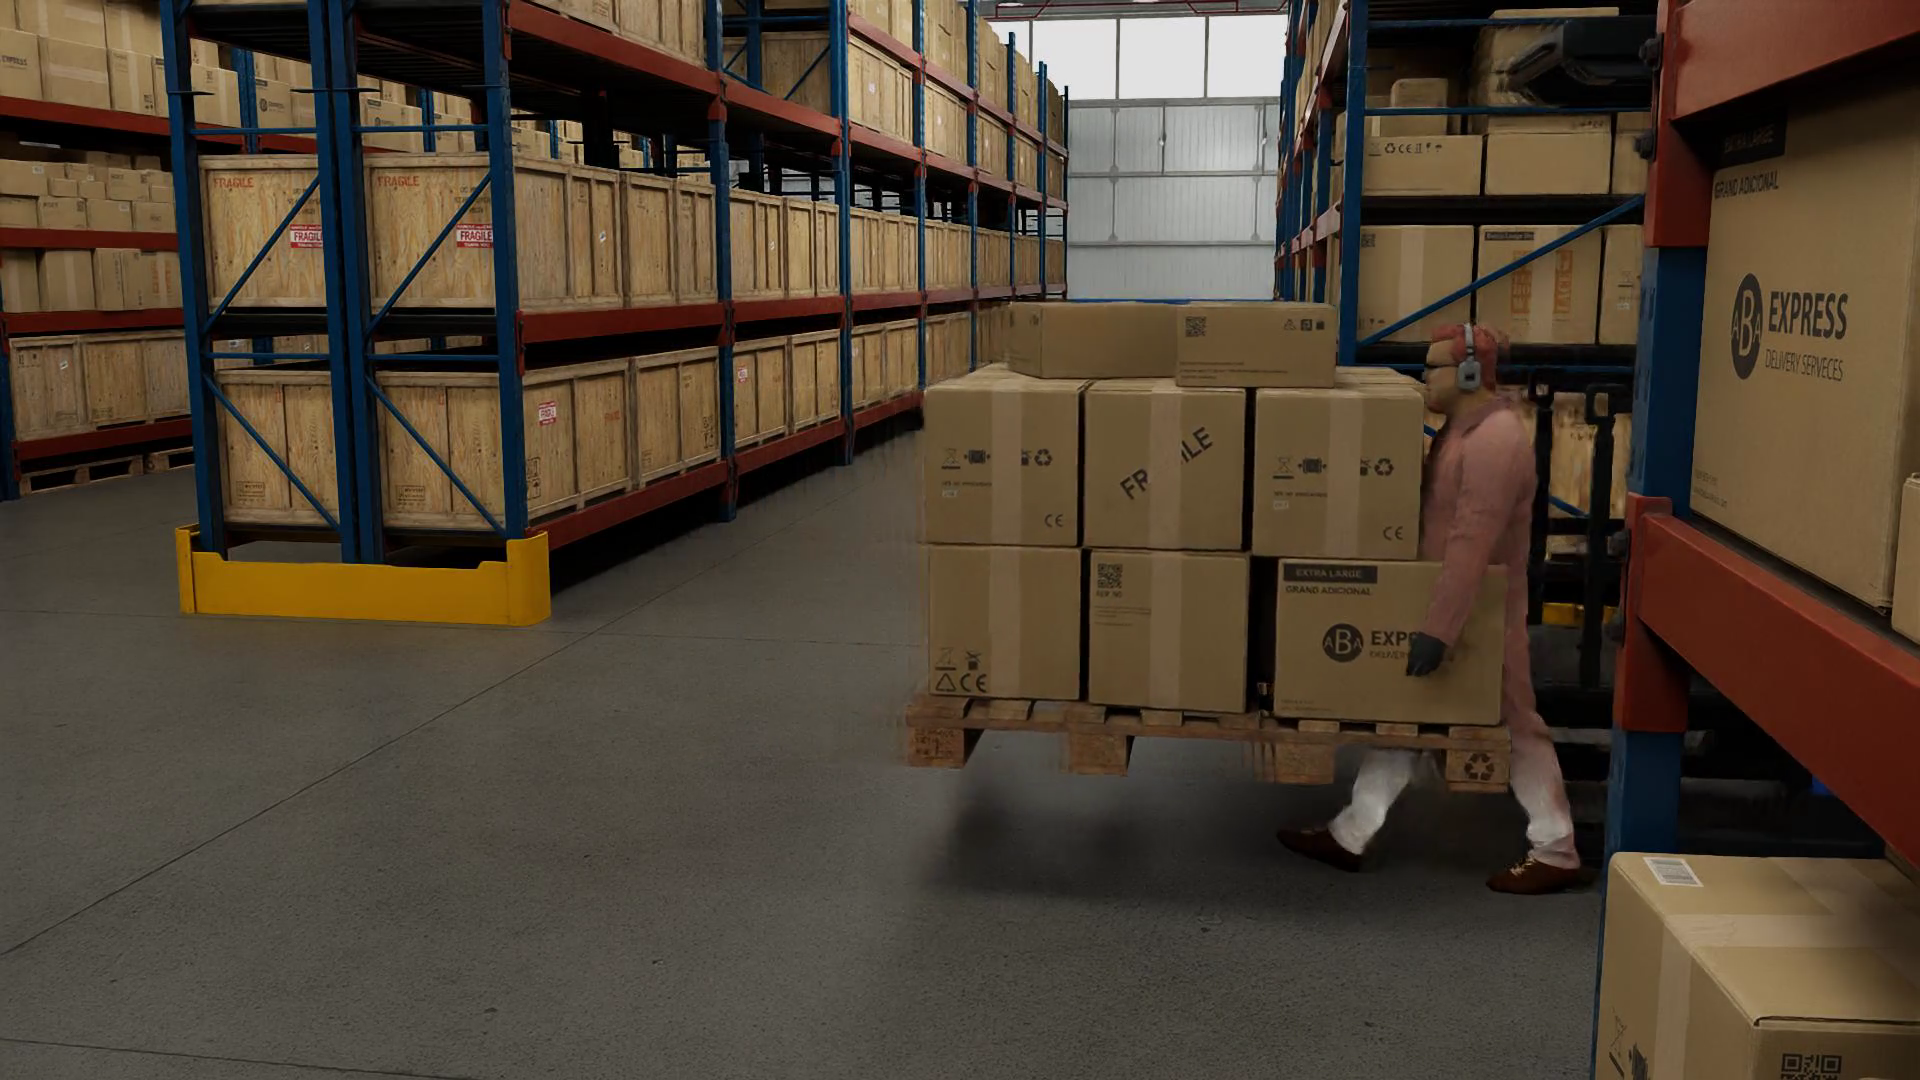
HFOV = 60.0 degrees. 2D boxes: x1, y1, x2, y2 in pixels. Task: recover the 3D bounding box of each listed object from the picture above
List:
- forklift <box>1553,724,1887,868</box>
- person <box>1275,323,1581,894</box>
[{"bbox_3d":[2.993,-0.333,5.752,1.873,2.768,1.129,1,9,8],"label":"forklift"},{"bbox_3d":[1.585,0.235,5.390,0.988,1.853,0.654,0,9,2],"label":"person"}]
